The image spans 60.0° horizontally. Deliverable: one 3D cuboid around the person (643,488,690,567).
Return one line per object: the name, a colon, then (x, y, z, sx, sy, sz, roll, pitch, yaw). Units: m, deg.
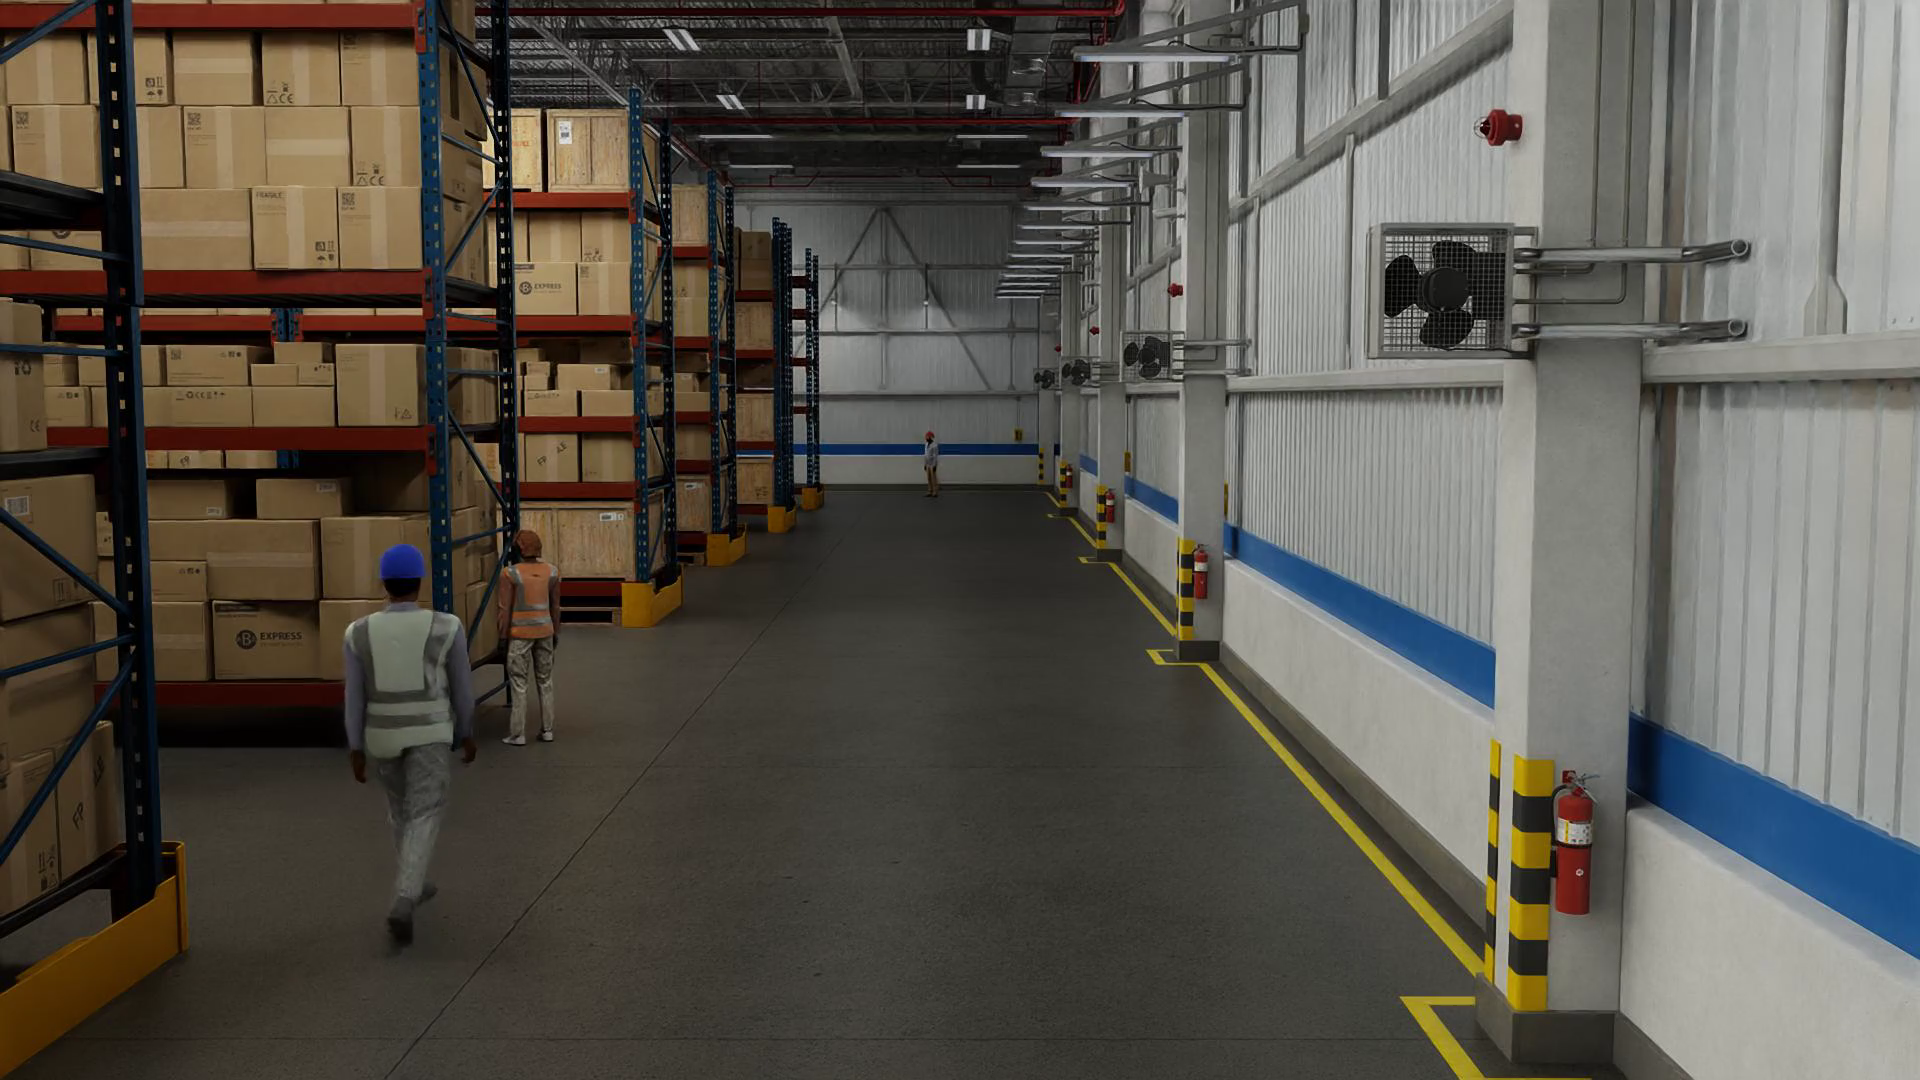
person: (-4.537, -0.391, 24.758, 0.982, 1.789, 0.586, -2, 5, -18)

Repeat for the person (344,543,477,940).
person: (-2.735, 0.972, 8.228, 0.601, 1.912, 0.954, 0, 5, -1)

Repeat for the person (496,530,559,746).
person: (-3.249, 0.735, 12.551, 0.316, 1.631, 0.519, 5, 7, 44)

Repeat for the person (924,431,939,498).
person: (-0.784, -1.974, 43.474, 0.355, 1.744, 0.564, -3, 6, -32)
